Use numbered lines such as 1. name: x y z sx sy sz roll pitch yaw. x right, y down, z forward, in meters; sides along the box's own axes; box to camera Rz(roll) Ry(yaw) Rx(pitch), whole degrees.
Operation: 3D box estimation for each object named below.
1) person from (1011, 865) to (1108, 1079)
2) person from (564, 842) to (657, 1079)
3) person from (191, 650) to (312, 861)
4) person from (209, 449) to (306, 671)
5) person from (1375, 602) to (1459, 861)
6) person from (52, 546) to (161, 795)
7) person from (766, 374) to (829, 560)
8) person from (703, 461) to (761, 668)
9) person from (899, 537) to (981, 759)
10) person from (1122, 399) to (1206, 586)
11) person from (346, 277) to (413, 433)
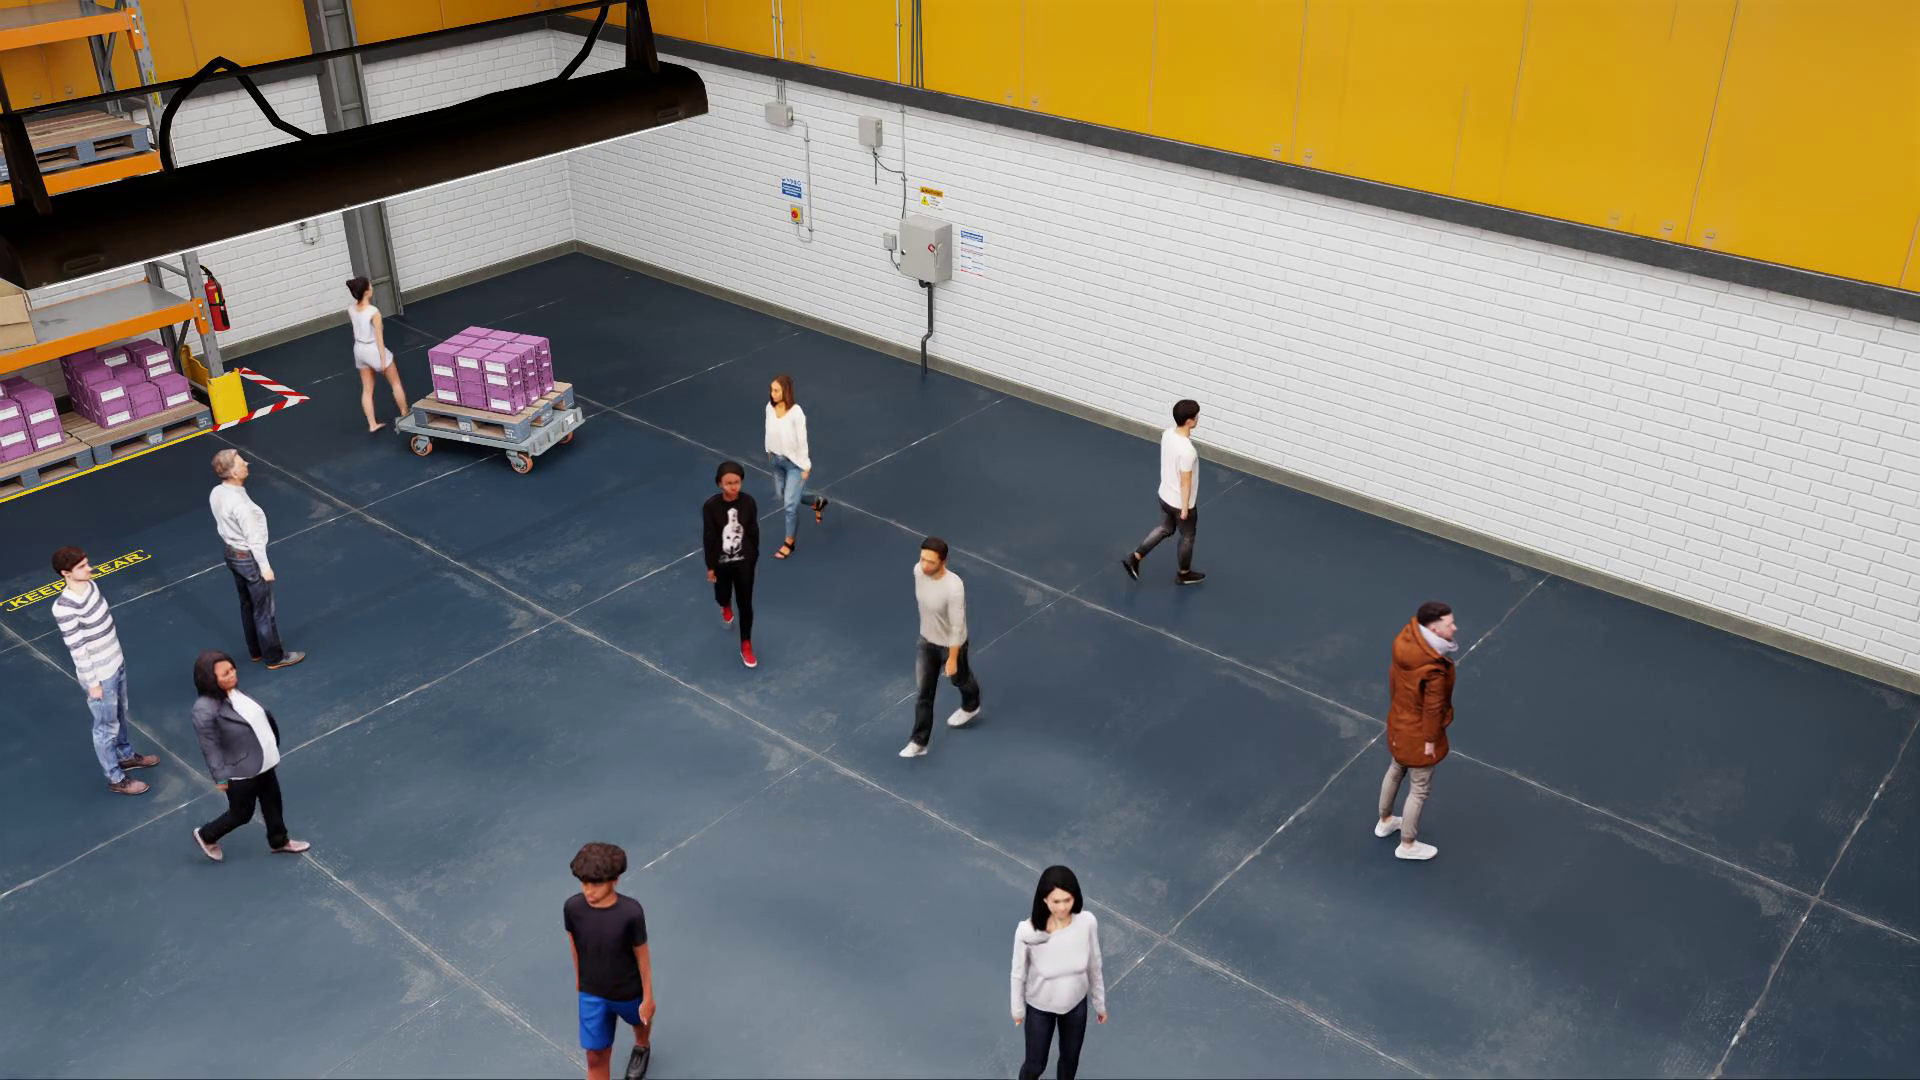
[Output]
1. person: 0.502 2.383 8.738 0.705 1.698 0.800 -9 30 -15
2. person: -1.812 2.300 8.842 1.051 1.743 1.228 3 29 5
3. person: -4.682 1.405 10.656 1.039 1.578 1.005 0 29 1
4. person: -5.449 0.136 12.729 0.645 1.820 0.547 23 36 36
5. person: 2.941 1.217 10.731 0.878 1.837 0.839 -7 29 -12
6. person: -5.887 0.864 11.358 0.764 1.854 0.715 -4 29 -6
7. person: -1.406 -0.685 14.401 0.626 1.660 0.915 23 36 35
8. person: -1.785 0.132 12.914 1.015 1.650 1.018 -7 29 -12
9. person: -0.066 0.673 11.824 0.664 1.743 1.148 25 37 37
10. person: 1.727 -0.371 13.781 1.079 1.703 0.917 -9 30 -17
11. person: -5.907 -1.818 16.543 0.725 1.599 0.900 11 30 19
